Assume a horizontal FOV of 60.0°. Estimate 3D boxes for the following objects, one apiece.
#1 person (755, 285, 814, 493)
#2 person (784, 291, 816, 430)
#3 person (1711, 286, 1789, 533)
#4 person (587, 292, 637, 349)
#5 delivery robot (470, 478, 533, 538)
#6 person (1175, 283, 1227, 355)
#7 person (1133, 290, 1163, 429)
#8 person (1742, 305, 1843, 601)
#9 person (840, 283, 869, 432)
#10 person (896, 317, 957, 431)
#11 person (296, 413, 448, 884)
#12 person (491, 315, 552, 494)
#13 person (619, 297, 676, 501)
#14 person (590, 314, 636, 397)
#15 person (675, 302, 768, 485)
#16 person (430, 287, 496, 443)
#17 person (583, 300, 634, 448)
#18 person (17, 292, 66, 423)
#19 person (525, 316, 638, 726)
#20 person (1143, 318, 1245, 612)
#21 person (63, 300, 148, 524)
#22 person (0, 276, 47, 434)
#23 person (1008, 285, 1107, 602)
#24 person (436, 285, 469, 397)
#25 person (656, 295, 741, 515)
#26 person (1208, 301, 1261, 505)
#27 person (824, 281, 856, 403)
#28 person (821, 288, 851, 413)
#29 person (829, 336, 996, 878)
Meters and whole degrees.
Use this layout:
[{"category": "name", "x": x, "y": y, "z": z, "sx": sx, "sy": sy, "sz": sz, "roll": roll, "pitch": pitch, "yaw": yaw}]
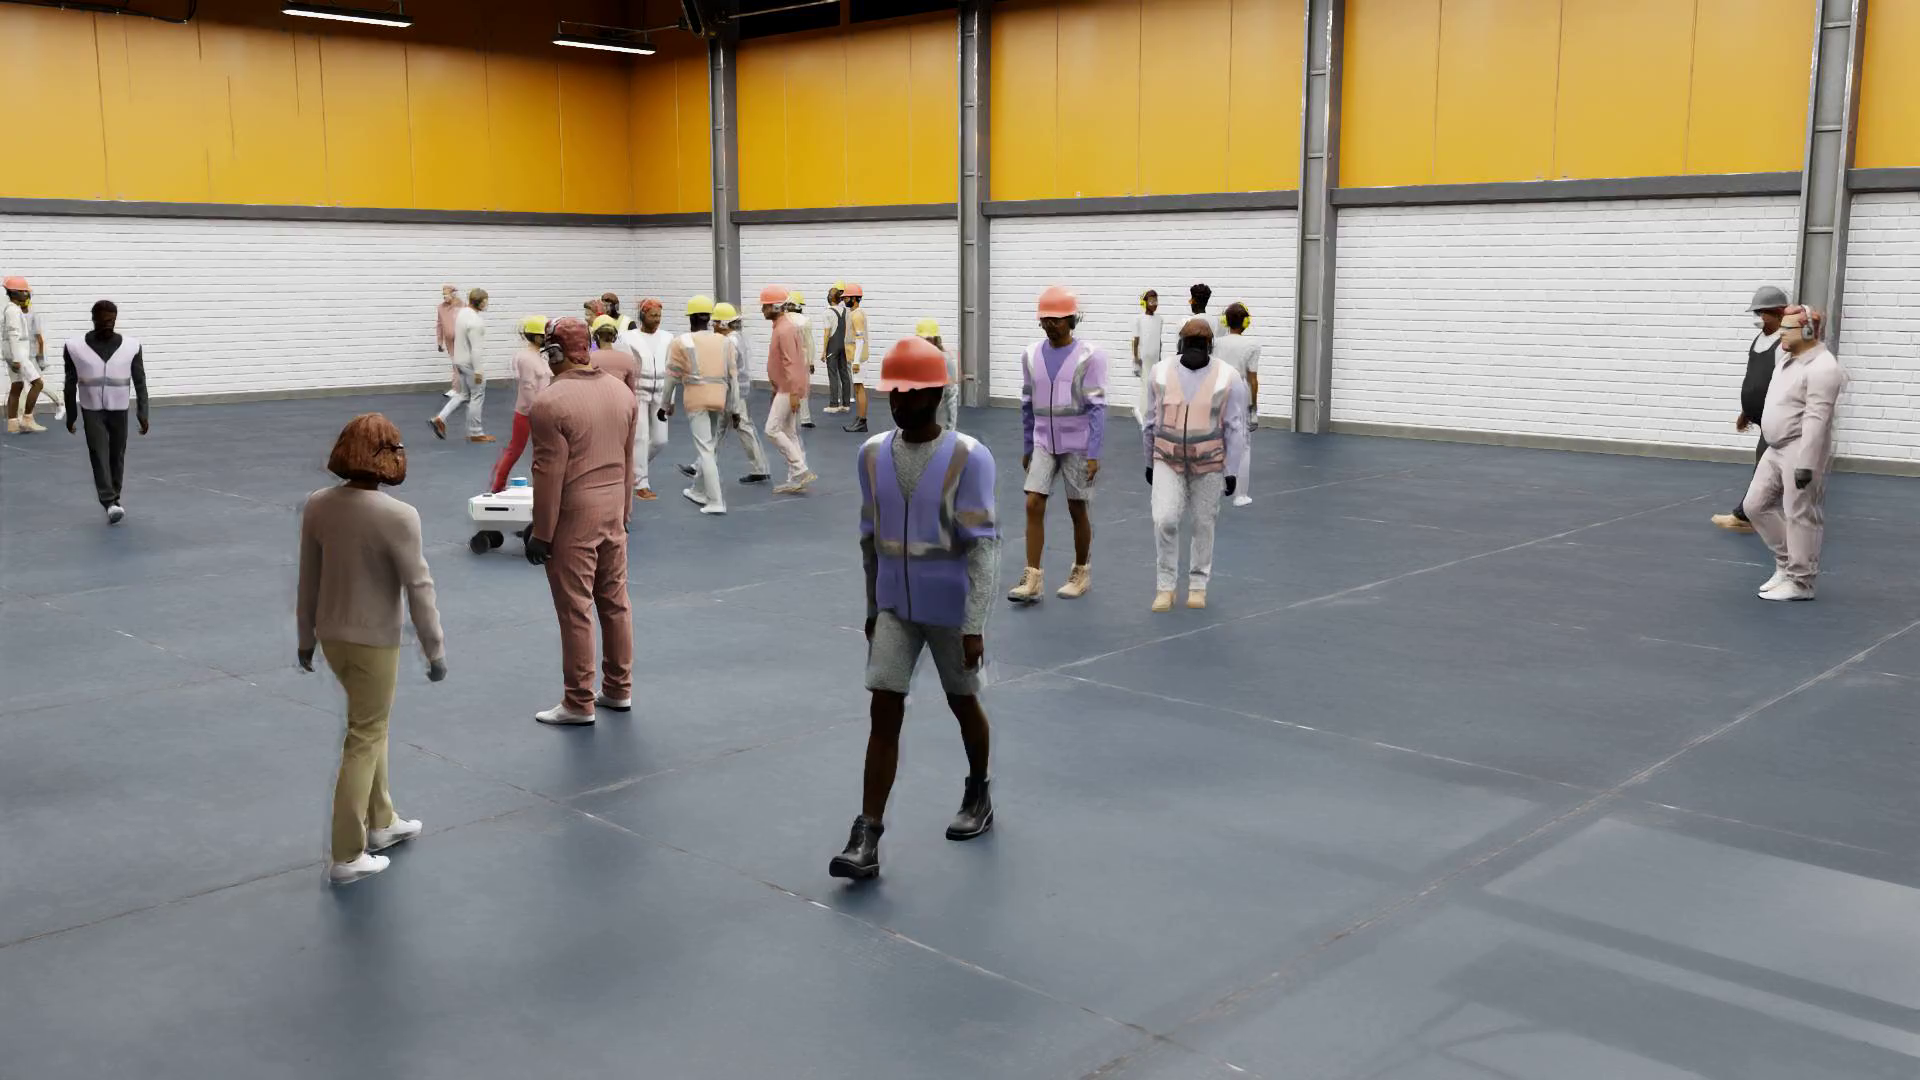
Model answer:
[{"category": "person", "x": -1.660, "y": -1.393, "z": 15.569, "sx": 0.491, "sy": 1.968, "sz": 0.689, "roll": -2, "pitch": 9, "yaw": -10}, {"category": "person", "x": -2.175, "y": -2.361, "z": 21.949, "sx": 0.587, "sy": 1.826, "sz": 0.404, "roll": 4, "pitch": 10, "yaw": 21}, {"category": "person", "x": 6.500, "y": -1.068, "z": 13.363, "sx": 0.989, "sy": 2.000, "sz": 0.696, "roll": 0, "pitch": 9, "yaw": 0}, {"category": "person", "x": -4.117, "y": -1.990, "z": 19.621, "sx": 0.627, "sy": 1.846, "sz": 0.429, "roll": 1, "pitch": 9, "yaw": 6}, {"category": "delivery robot", "x": -3.283, "y": -0.223, "z": 12.438, "sx": 0.707, "sy": 0.478, "sz": 0.477, "roll": 1, "pitch": 9, "yaw": 7}, {"category": "person", "x": 2.557, "y": -1.754, "z": 17.794, "sx": 0.610, "sy": 1.966, "sz": 0.363, "roll": -3, "pitch": 10, "yaw": -18}, {"category": "person", "x": 2.414, "y": -2.316, "z": 21.583, "sx": 0.518, "sy": 1.856, "sz": 0.498, "roll": -5, "pitch": 11, "yaw": -30}, {"category": "person", "x": 5.283, "y": -0.542, "z": 10.584, "sx": 0.431, "sy": 1.890, "sz": 0.676, "roll": 1, "pitch": 9, "yaw": 4}, {"category": "person", "x": -1.369, "y": -2.369, "z": 21.648, "sx": 0.373, "sy": 1.939, "sz": 0.545, "roll": -1, "pitch": 9, "yaw": -4}, {"category": "person", "x": -0.270, "y": -0.938, "z": 13.504, "sx": 0.498, "sy": 1.731, "sz": 0.376, "roll": -2, "pitch": 9, "yaw": -10}, {"category": "person", "x": -2.056, "y": 0.361, "z": 5.870, "sx": 0.545, "sy": 1.610, "sz": 0.661, "roll": 5, "pitch": 10, "yaw": 26}, {"category": "person", "x": -3.813, "y": -1.147, "z": 14.855, "sx": 0.958, "sy": 1.716, "sz": 0.519, "roll": 2, "pitch": 10, "yaw": 15}, {"category": "person", "x": -2.937, "y": -1.313, "z": 15.420, "sx": 0.602, "sy": 1.870, "sz": 0.620, "roll": -7, "pitch": 11, "yaw": -36}, {"category": "person", "x": -2.929, "y": -1.006, "z": 13.883, "sx": 0.442, "sy": 1.733, "sz": 0.567, "roll": 9, "pitch": 13, "yaw": 43}, {"category": "person", "x": -2.330, "y": -1.420, "z": 16.278, "sx": 0.941, "sy": 1.782, "sz": 0.619, "roll": 0, "pitch": 9, "yaw": -3}, {"category": "person", "x": -5.987, "y": -2.081, "z": 20.014, "sx": 0.694, "sy": 1.898, "sz": 0.688, "roll": -6, "pitch": 11, "yaw": -33}, {"category": "person", "x": -3.468, "y": -1.472, "z": 16.507, "sx": 0.536, "sy": 1.822, "sz": 0.562, "roll": -2, "pitch": 9, "yaw": -13}, {"category": "person", "x": -12.762, "y": -2.523, "z": 22.891, "sx": 0.519, "sy": 1.849, "sz": 0.806, "roll": 4, "pitch": 10, "yaw": 21}, {"category": "person", "x": -1.788, "y": -0.087, "z": 7.777, "sx": 0.406, "sy": 1.902, "sz": 0.636, "roll": 5, "pitch": 11, "yaw": 29}, {"category": "person", "x": 1.414, "y": -0.453, "z": 10.248, "sx": 0.636, "sy": 1.819, "sz": 0.622, "roll": 3, "pitch": 10, "yaw": 16}, {"category": "person", "x": -7.097, "y": -1.061, "z": 13.863, "sx": 0.605, "sy": 1.853, "sz": 1.046, "roll": -6, "pitch": 11, "yaw": -35}, {"category": "person", "x": -12.004, "y": -2.360, "z": 21.319, "sx": 0.613, "sy": 2.020, "sz": 0.630, "roll": -6, "pitch": 11, "yaw": -33}, {"category": "person", "x": 0.585, "y": -0.582, "z": 10.460, "sx": 0.634, "sy": 2.008, "sz": 0.870, "roll": 5, "pitch": 11, "yaw": 30}, {"category": "person", "x": -8.396, "y": -3.332, "z": 27.840, "sx": 0.693, "sy": 1.855, "sz": 0.988, "roll": 3, "pitch": 10, "yaw": 19}, {"category": "person", "x": -2.298, "y": -1.183, "z": 14.563, "sx": 0.604, "sy": 1.881, "sz": 0.961, "roll": -8, "pitch": 12, "yaw": -41}, {"category": "person", "x": 2.375, "y": -1.175, "z": 14.648, "sx": 0.524, "sy": 1.845, "sz": 0.875, "roll": 5, "pitch": 10, "yaw": 27}, {"category": "person", "x": -1.869, "y": -3.114, "z": 26.263, "sx": 0.586, "sy": 1.924, "sz": 0.370, "roll": -3, "pitch": 10, "yaw": -19}, {"category": "person", "x": -1.826, "y": -2.792, "z": 24.528, "sx": 0.517, "sy": 1.843, "sz": 0.326, "roll": -9, "pitch": 13, "yaw": -43}, {"category": "person", "x": -0.136, "y": 0.226, "z": 5.909, "sx": 0.587, "sy": 1.885, "sz": 0.998, "roll": 4, "pitch": 10, "yaw": 25}]
